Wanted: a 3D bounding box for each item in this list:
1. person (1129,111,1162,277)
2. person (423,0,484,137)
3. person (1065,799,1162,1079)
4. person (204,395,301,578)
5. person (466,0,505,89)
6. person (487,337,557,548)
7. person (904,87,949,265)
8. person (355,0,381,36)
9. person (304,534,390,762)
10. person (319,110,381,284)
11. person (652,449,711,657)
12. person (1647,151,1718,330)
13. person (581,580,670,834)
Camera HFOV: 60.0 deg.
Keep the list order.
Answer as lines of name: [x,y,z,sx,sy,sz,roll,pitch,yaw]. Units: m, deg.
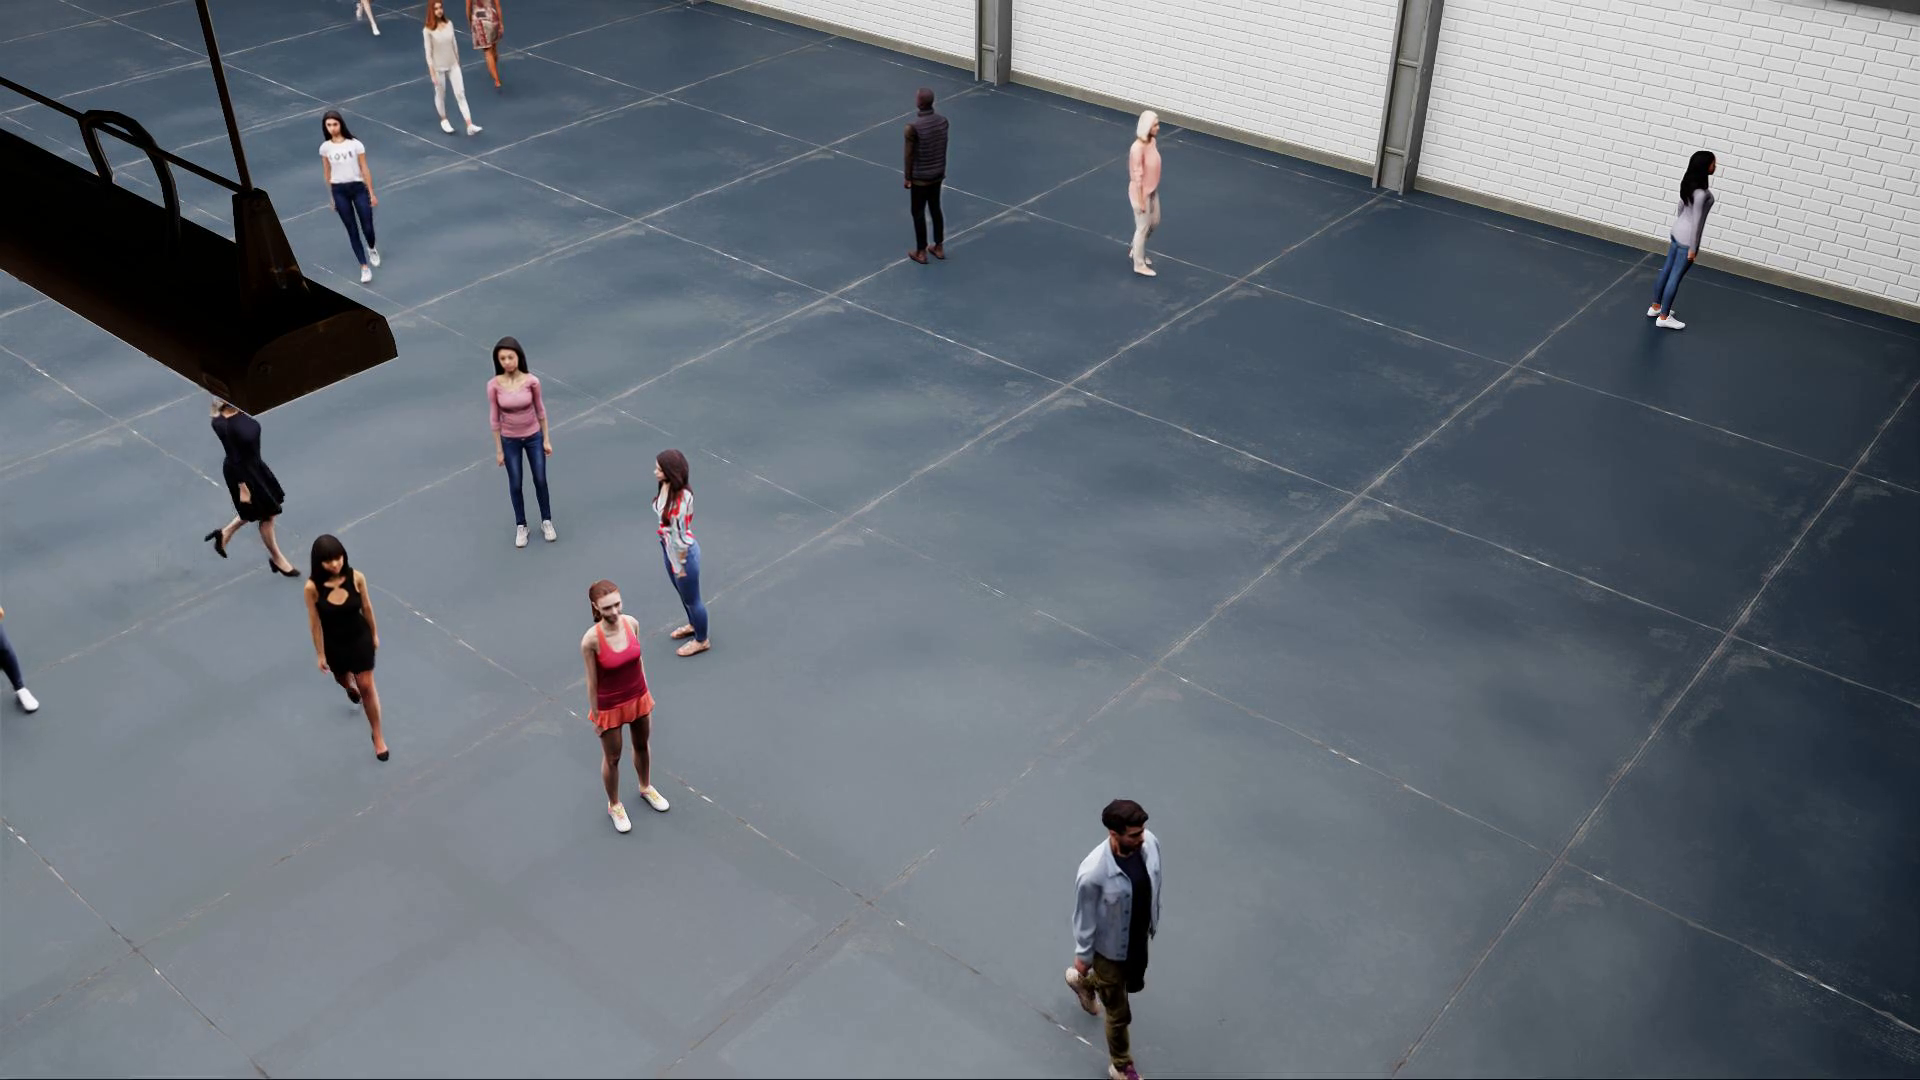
person: [1.830,-3.561,16.973,0.671,1.721,0.690,15,37,22]
person: [-6.361,-5.786,20.367,0.719,1.670,1.058,-28,42,-35]
person: [0.772,2.006,8.535,0.808,1.791,1.094,-25,41,-32]
person: [-5.333,-0.441,12.274,1.026,1.727,0.933,1,34,1]
person: [-6.222,-6.730,21.847,0.913,1.604,1.208,-15,36,-21]
person: [-3.350,-0.763,12.744,0.640,1.742,0.671,-8,34,-12]
person: [-0.349,-3.768,17.180,0.717,1.836,0.628,-25,41,-33]
person: [-8.626,-8.154,23.889,0.691,1.714,0.974,-24,40,-31]
person: [-3.990,0.633,10.751,0.834,1.624,1.077,-14,36,-20]
person: [-6.151,-3.506,16.846,0.822,1.770,0.889,-6,34,-9]
person: [-1.937,0.078,11.598,0.708,1.612,0.570,-17,37,-23]
person: [6.944,-2.897,15.962,0.716,1.736,0.688,2,34,3]
person: [-2.057,0.981,10.112,0.589,1.753,0.580,-27,42,-34]
